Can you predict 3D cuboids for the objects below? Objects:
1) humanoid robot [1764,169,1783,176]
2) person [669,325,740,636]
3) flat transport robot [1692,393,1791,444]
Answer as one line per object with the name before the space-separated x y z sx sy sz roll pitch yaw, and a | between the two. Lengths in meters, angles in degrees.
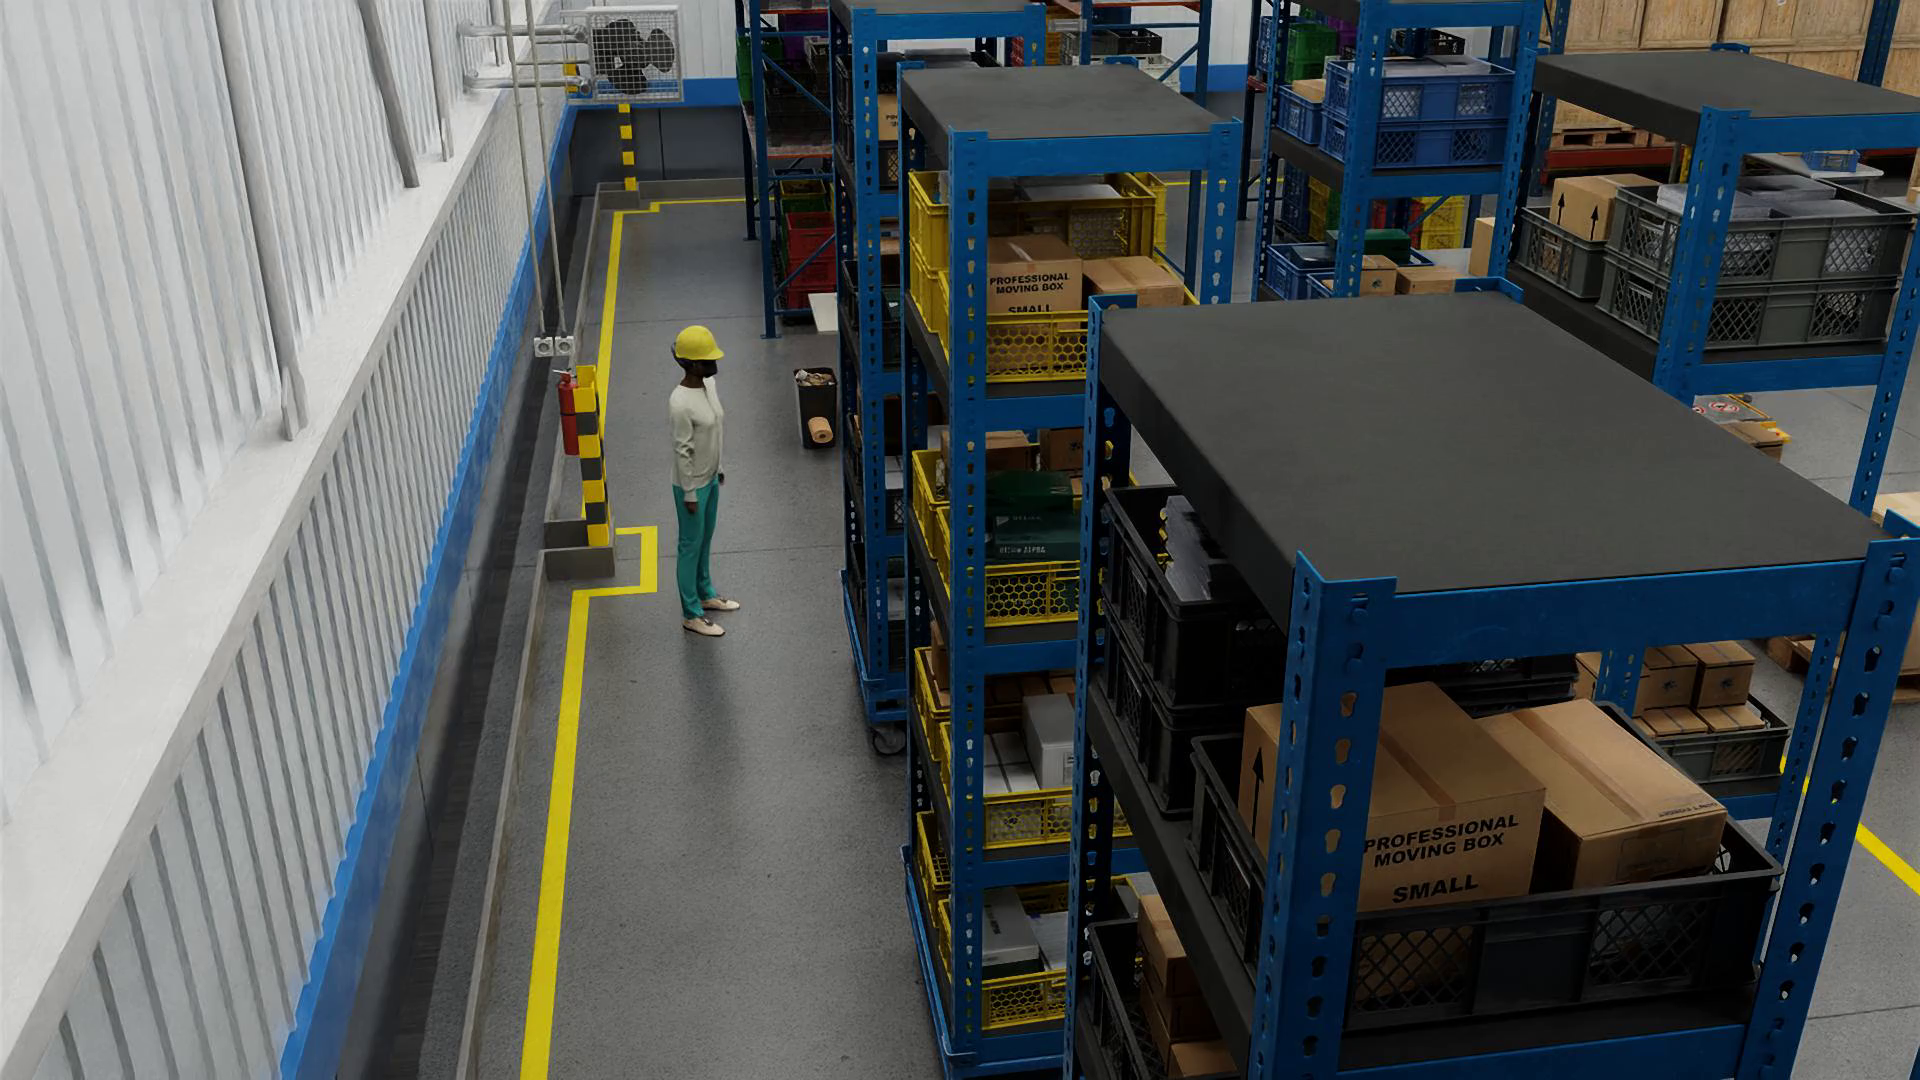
humanoid robot | 6.314 -2.124 13.227 0.565 1.651 0.329 8 26 18
person | -1.429 -0.341 9.247 0.326 1.768 0.524 5 25 11
flat transport robot | 5.224 -0.859 12.132 1.431 0.197 0.652 -4 25 -8
